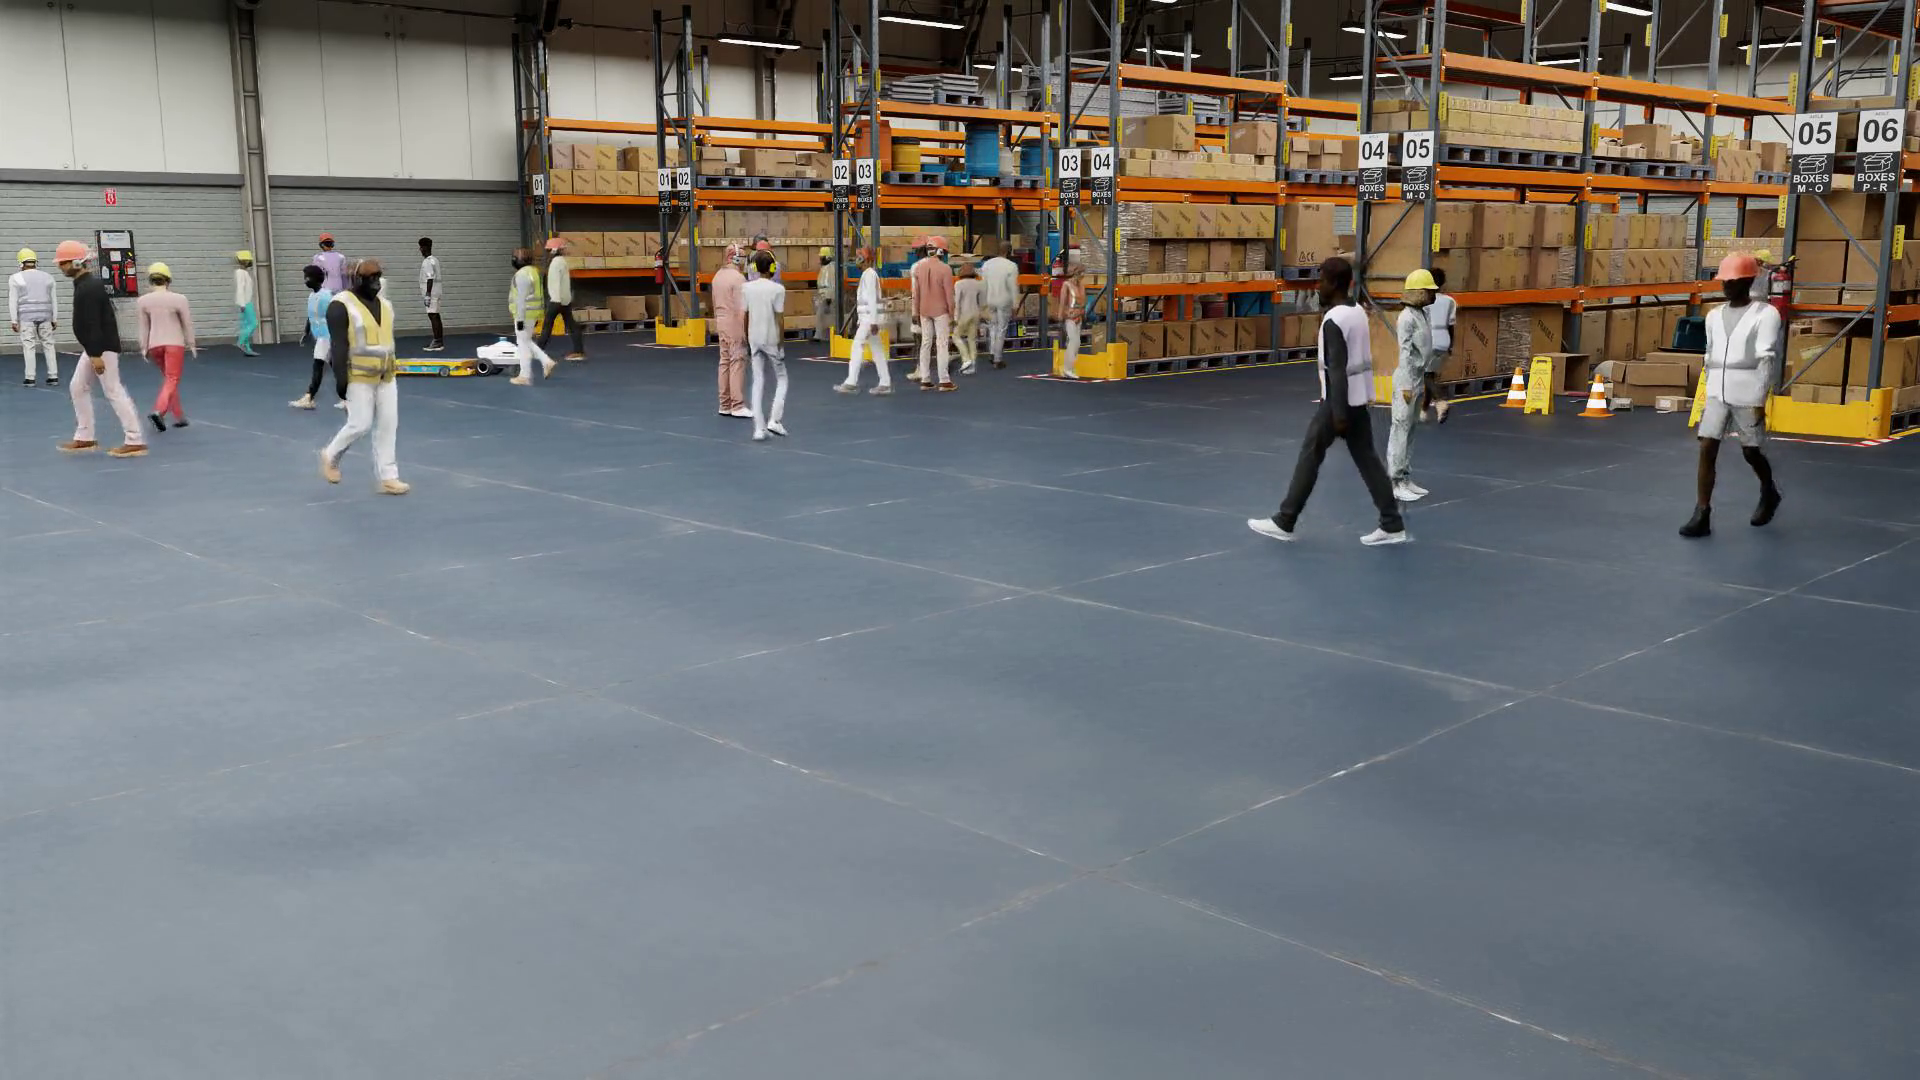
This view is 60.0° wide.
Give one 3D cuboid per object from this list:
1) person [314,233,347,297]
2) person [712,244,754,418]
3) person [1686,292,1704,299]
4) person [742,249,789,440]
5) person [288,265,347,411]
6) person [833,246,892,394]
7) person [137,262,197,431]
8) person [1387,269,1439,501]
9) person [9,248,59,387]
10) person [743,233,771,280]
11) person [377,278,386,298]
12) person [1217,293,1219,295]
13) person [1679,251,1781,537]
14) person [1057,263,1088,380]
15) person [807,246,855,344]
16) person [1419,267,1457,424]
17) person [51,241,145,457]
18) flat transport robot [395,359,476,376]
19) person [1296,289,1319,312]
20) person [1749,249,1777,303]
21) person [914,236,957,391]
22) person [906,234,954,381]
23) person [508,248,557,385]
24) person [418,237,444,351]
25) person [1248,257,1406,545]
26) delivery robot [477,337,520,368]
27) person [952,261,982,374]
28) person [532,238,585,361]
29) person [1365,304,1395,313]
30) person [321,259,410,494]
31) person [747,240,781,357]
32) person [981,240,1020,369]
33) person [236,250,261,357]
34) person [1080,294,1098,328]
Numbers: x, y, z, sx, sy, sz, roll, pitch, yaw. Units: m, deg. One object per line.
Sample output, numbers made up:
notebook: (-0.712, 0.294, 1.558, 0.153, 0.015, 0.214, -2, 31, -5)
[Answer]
person: (-11.546, -4.593, 30.494, 0.392, 2.034, 0.605, 9, 14, 41)
person: (-2.480, -2.316, 18.424, 0.403, 1.906, 0.652, -7, 12, -33)
person: (15.131, -5.081, 34.338, 0.523, 1.587, 0.784, -4, 11, -22)
person: (-1.923, -1.924, 16.409, 0.503, 1.859, 0.486, 4, 11, 19)
person: (-7.357, -2.302, 19.015, 0.842, 1.651, 0.543, -7, 12, -32)
person: (-1.255, -2.763, 21.009, 0.870, 1.850, 0.610, 0, 10, 0)
person: (-8.253, -2.001, 17.222, 0.538, 1.733, 0.851, 0, 10, 1)
person: (3.472, -1.189, 12.720, 0.305, 1.745, 0.483, 6, 12, 29)
person: (-12.395, -2.976, 22.256, 0.403, 1.824, 0.596, 8, 13, 38)
person: (-3.487, -4.382, 29.441, 0.539, 2.000, 0.688, -8, 13, -37)
person: (-8.908, -3.395, 25.111, 0.519, 1.616, 0.681, 2, 11, 10)
person: (6.497, -6.646, 42.602, 0.317, 1.694, 0.575, 8, 13, 38)
person: (5.277, -0.991, 11.227, 0.912, 1.909, 0.545, -7, 12, -33)
person: (1.616, -3.033, 23.119, 0.531, 1.608, 0.550, 8, 13, 38)
person: (-2.378, -4.537, 30.834, 0.863, 1.806, 0.585, -6, 12, -28)
person: (5.055, -2.064, 17.701, 0.537, 1.673, 0.758, -4, 11, -19)
person: (-7.881, -1.717, 15.053, 0.802, 1.947, 0.627, -6, 12, -30)
flat transport robot: (-7.646, -2.505, 24.032, 1.431, 0.197, 0.652, 1, 10, 5)
person: (7.081, -5.167, 33.973, 0.502, 1.914, 0.688, -3, 11, -15)
person: (11.758, -3.394, 24.625, 0.613, 1.784, 0.779, 6, 12, 30)
person: (-0.311, -2.940, 21.610, 0.611, 1.985, 0.393, 7, 12, 32)
person: (-0.435, -3.207, 22.966, 0.606, 2.021, 0.612, 8, 13, 37)
person: (-5.816, -3.014, 22.430, 0.528, 1.828, 0.648, 0, 10, 1)
person: (-9.253, -4.301, 29.089, 0.366, 1.961, 0.610, -1, 10, -3)
person: (2.464, -0.900, 10.830, 1.023, 1.864, 0.609, 7, 12, 32)
delivery robot: (-6.565, -2.679, 23.953, 0.707, 0.478, 0.477, 1, 10, 4)
person: (0.103, -3.212, 24.068, 0.531, 1.617, 0.364, -8, 13, -37)
person: (-6.495, -3.834, 26.582, 1.023, 1.941, 0.653, 1, 10, 7)
person: (5.718, -3.104, 22.713, 0.646, 1.913, 0.779, 9, 14, 40)
person: (-4.662, -1.278, 12.977, 0.675, 1.822, 0.630, 5, 12, 27)
person: (-3.220, -3.978, 27.439, 0.570, 1.924, 0.503, 0, 10, -2)
person: (0.643, -3.572, 25.242, 0.645, 1.917, 0.506, 7, 13, 34)
person: (-11.789, -3.915, 27.536, 0.360, 1.750, 0.548, -3, 11, -16)
person: (2.778, -5.480, 35.897, 0.773, 1.826, 0.575, -8, 13, -37)
